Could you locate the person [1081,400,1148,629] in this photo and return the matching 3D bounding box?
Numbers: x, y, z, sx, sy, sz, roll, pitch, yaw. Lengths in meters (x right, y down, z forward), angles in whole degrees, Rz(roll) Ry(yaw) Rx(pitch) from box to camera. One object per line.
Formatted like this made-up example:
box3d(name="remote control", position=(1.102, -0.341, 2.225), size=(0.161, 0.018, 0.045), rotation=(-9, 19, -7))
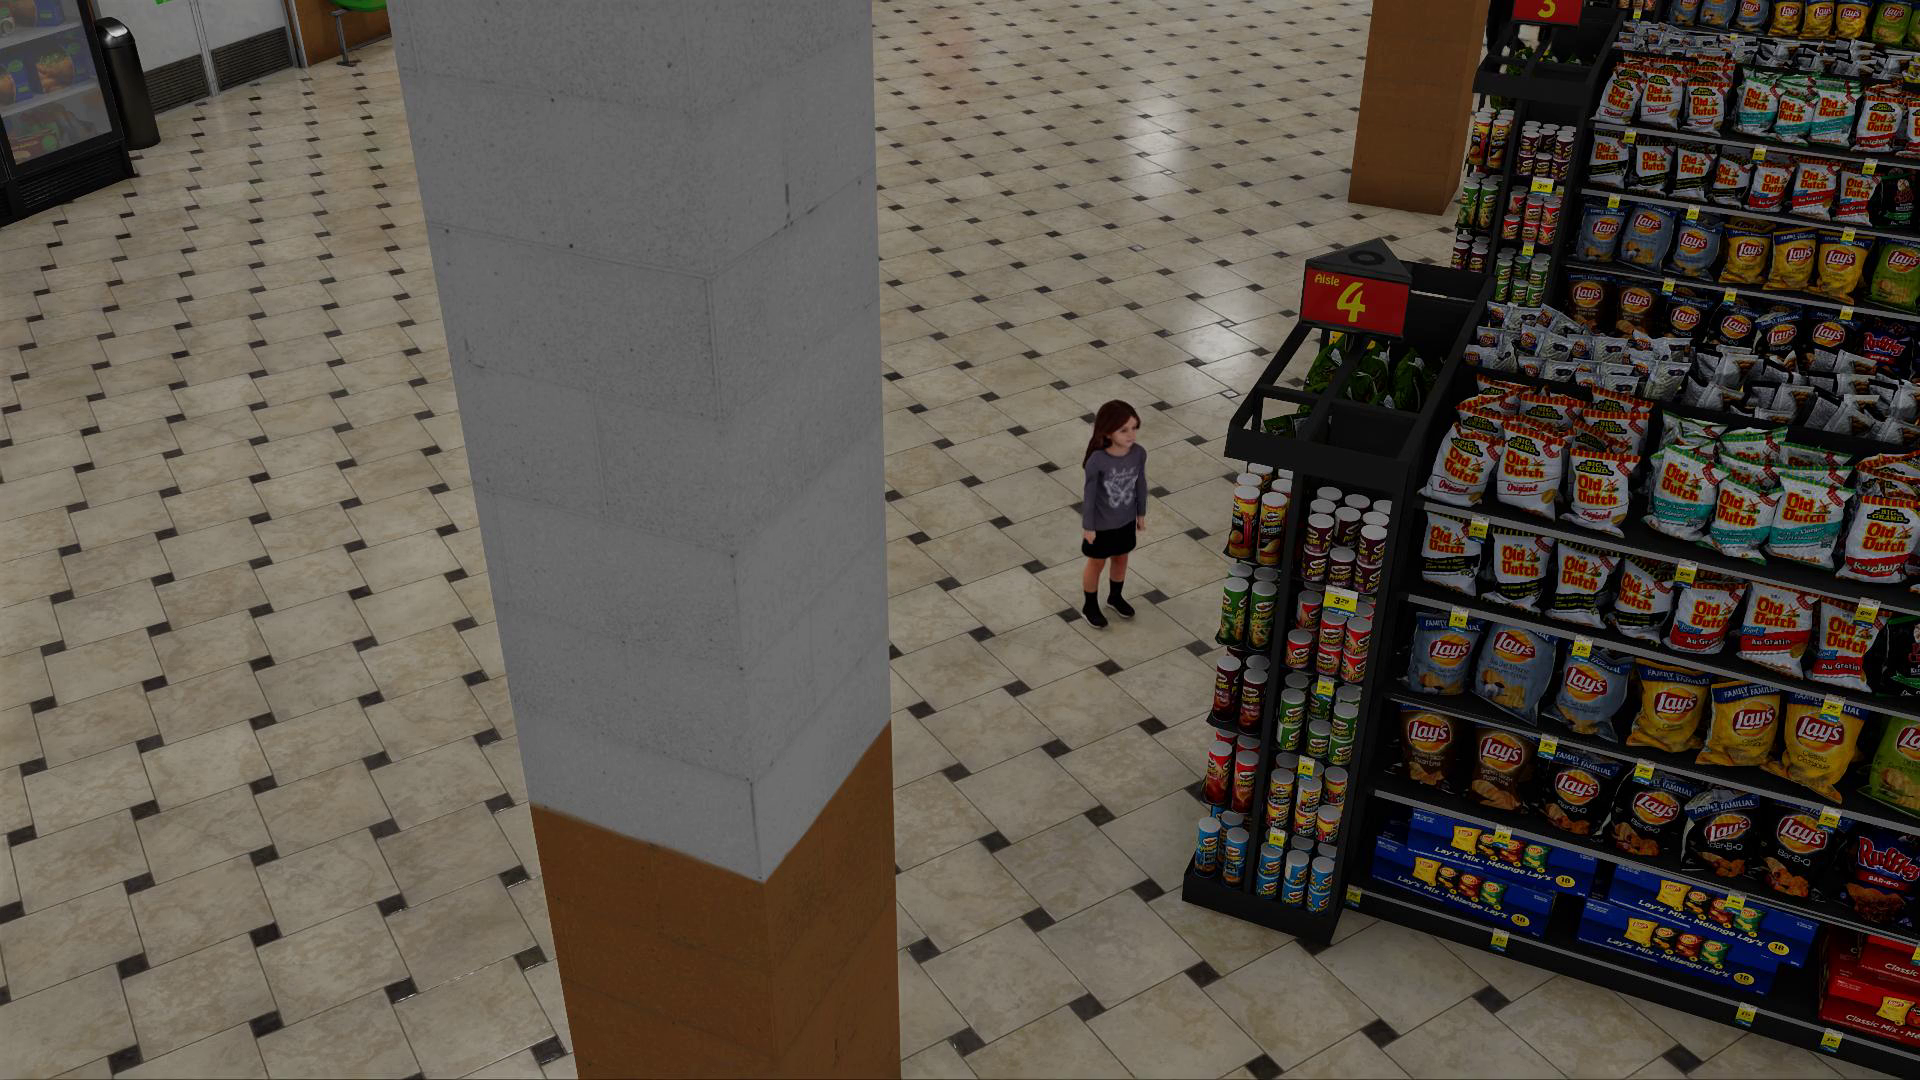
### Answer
box3d(name="person", position=(0.679, -0.139, 7.470), size=(0.553, 1.106, 0.596), rotation=(-16, 35, -24))
